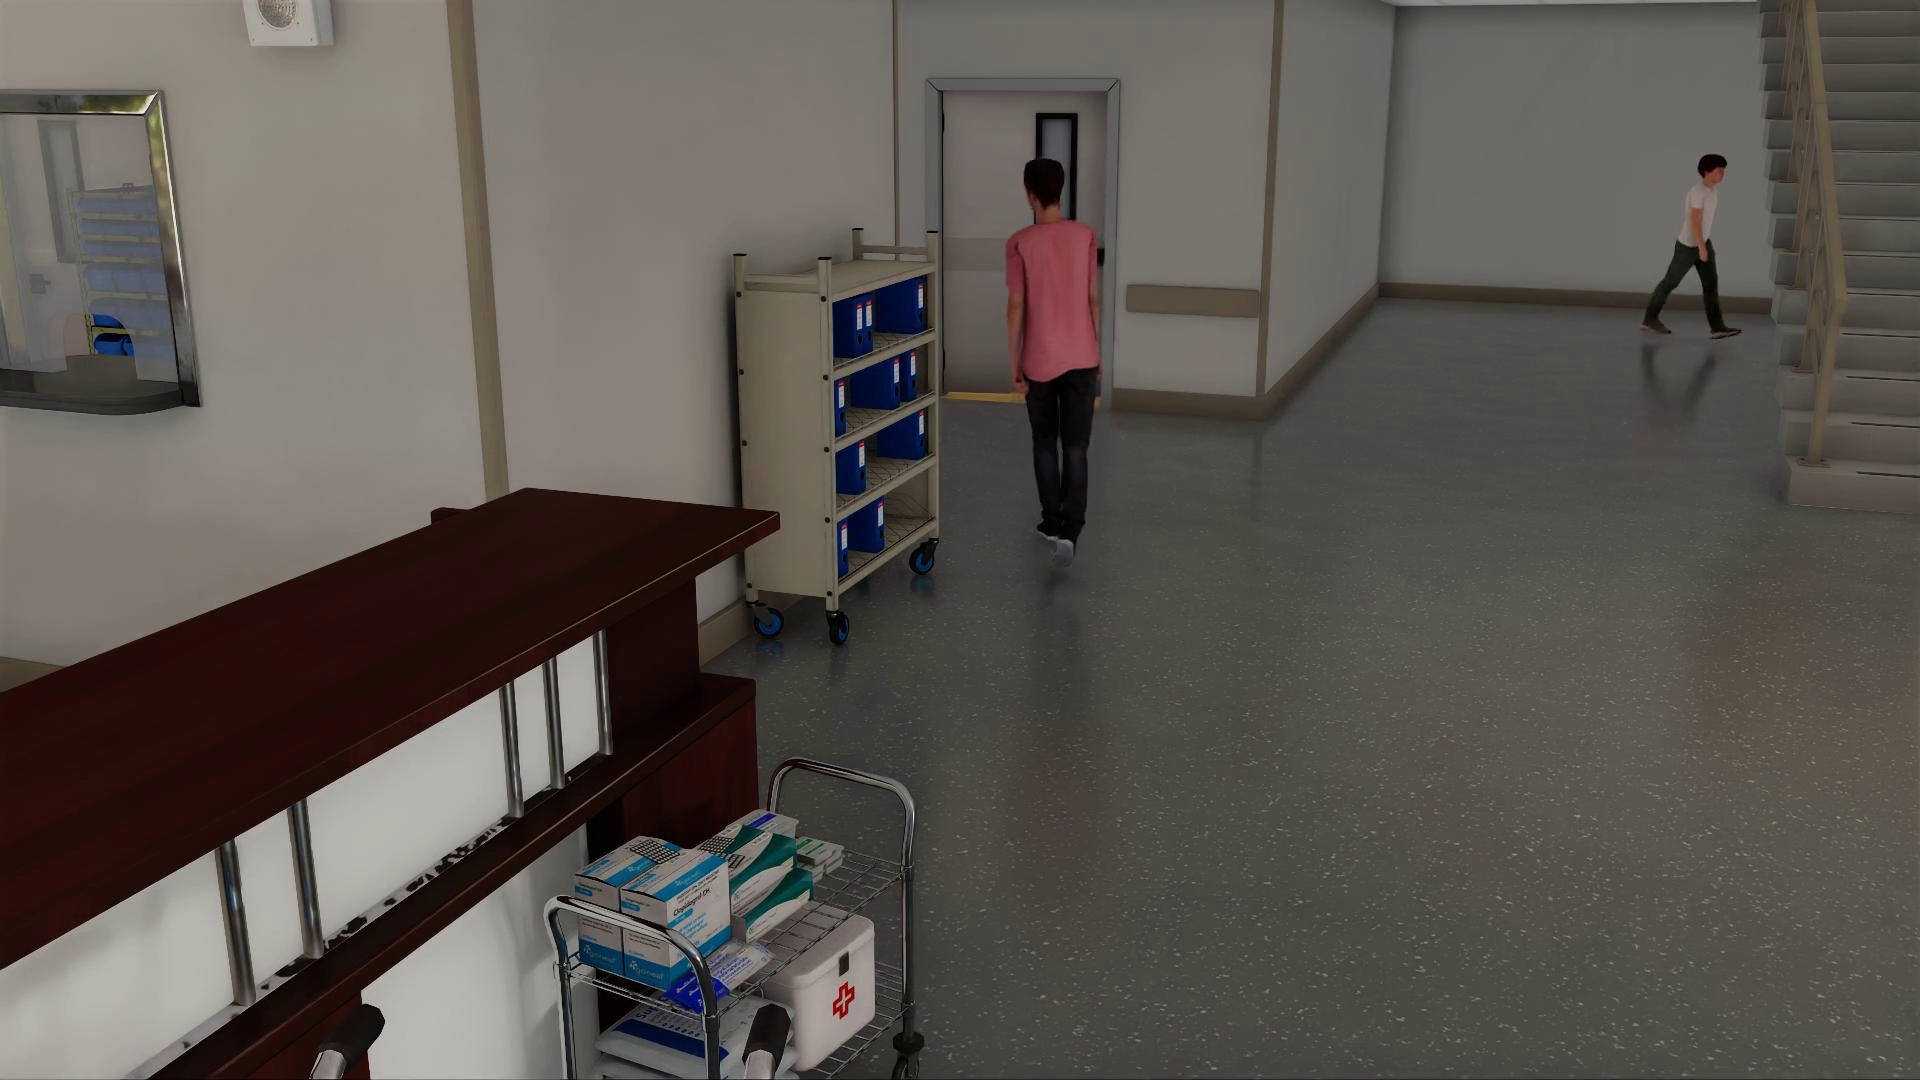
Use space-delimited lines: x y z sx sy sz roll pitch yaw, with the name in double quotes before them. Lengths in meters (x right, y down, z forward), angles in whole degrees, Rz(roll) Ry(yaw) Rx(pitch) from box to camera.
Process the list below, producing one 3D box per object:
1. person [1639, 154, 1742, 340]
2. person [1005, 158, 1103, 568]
"person" 6.473 -2.587 14.852 1.132 1.605 1.016 -13 20 -39
"person" 0.492 -0.817 7.997 0.995 1.918 1.296 -1 16 -3
